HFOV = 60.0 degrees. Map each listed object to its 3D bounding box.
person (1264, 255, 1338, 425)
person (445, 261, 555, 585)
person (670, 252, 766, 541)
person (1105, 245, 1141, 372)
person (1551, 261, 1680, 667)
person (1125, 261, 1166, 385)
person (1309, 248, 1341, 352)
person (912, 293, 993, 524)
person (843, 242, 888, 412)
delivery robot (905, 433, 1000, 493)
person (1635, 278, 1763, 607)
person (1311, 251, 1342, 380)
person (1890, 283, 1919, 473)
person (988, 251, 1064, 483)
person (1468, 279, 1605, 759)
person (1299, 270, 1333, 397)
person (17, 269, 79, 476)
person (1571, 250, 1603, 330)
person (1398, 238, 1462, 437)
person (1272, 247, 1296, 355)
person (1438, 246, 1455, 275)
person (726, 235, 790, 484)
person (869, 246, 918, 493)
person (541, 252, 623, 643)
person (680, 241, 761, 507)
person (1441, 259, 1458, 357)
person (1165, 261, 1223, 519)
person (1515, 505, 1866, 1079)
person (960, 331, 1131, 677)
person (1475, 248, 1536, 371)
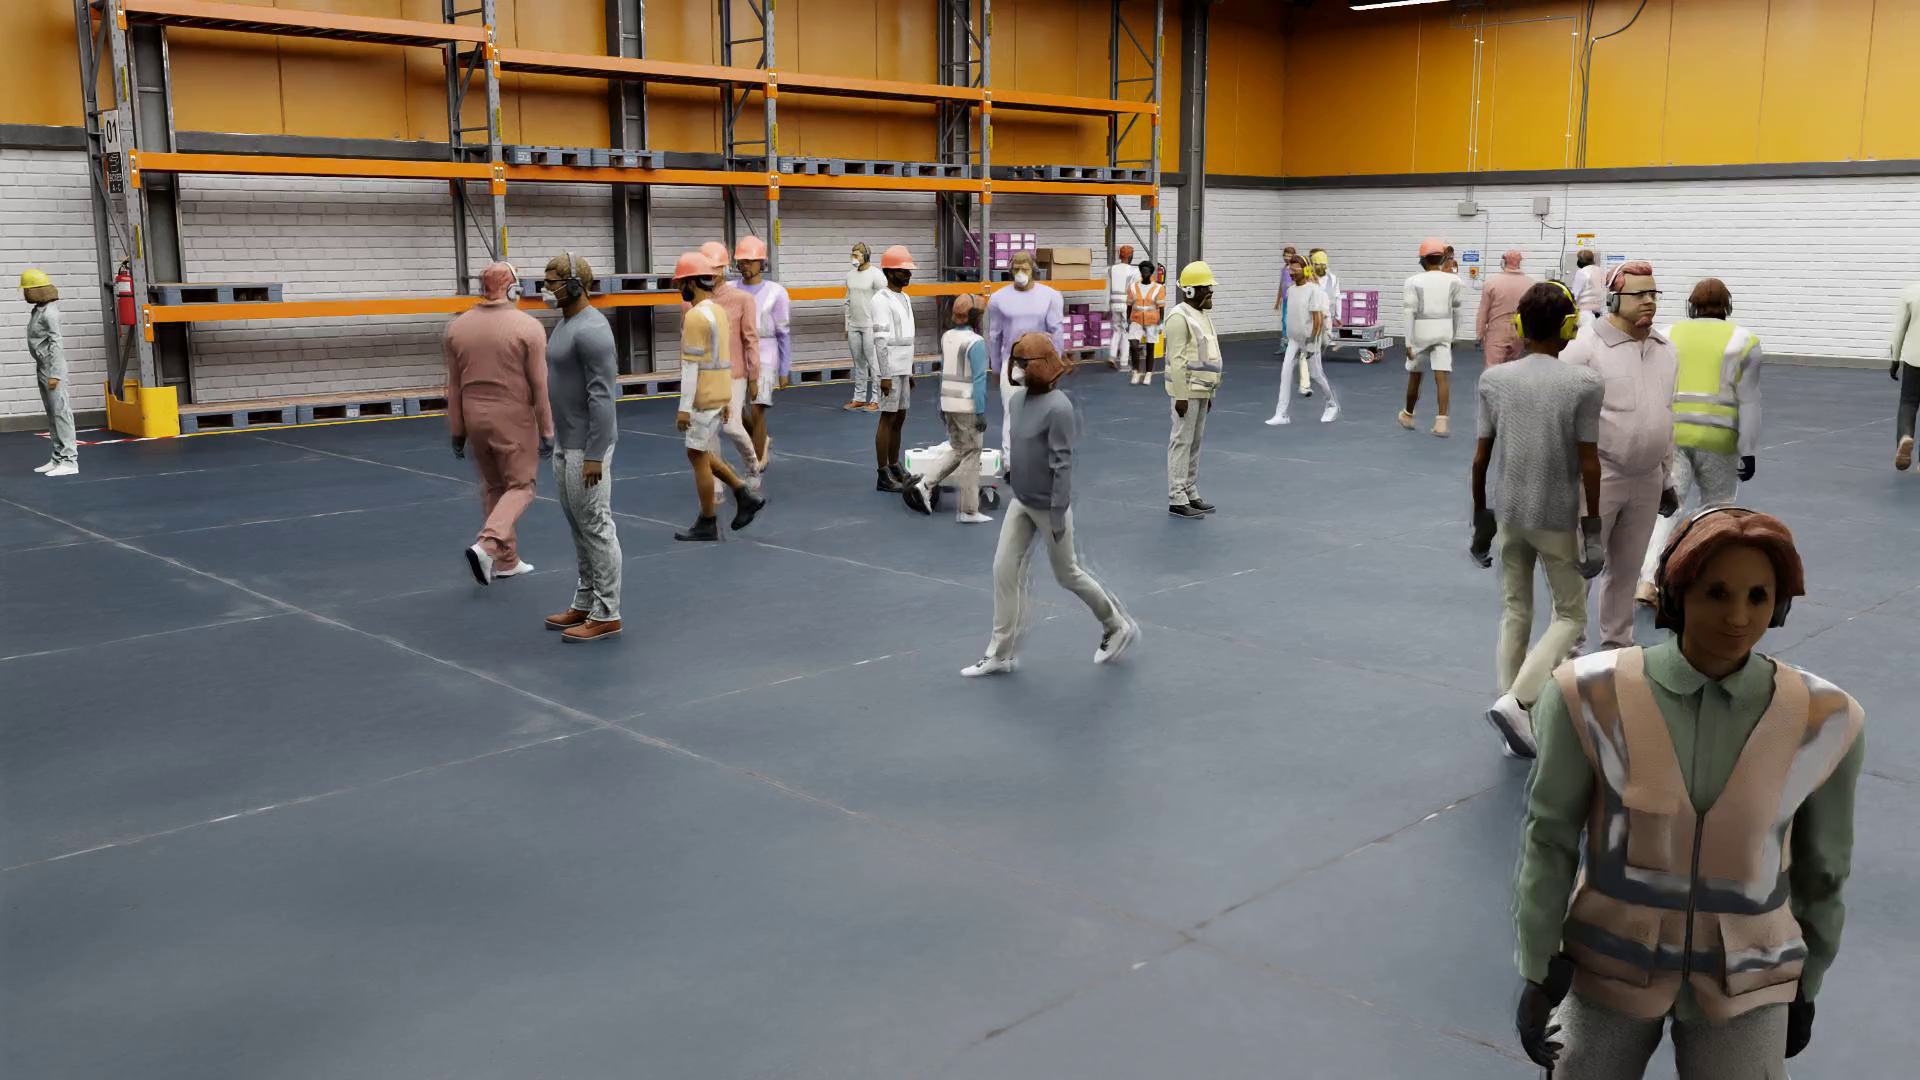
[{"bbox_3d":[3.728,-2.152,17.909,1.002,1.824,0.538,-8,13,-36],"label":"person"},{"bbox_3d":[-2.667,-0.653,9.562,0.683,1.880,0.749,3,11,18],"label":"person"},{"bbox_3d":[-1.651,-0.932,10.987,0.532,1.918,0.568,1,10,5],"label":"person"},{"bbox_3d":[2.442,-3.428,24.683,0.617,1.876,0.406,7,13,34],"label":"person"},{"bbox_3d":[2.913,-0.265,7.352,0.639,1.911,0.406,-4,11,-20],"label":"person"},{"bbox_3d":[2.475,-2.903,22.335,0.558,1.674,0.593,3,11,15],"label":"person"},{"bbox_3d":[6.172,-4.095,28.513,0.876,1.817,0.523,-4,11,-20],"label":"person"},{"bbox_3d":[-0.034,-0.902,11.602,0.500,1.627,0.520,-5,12,-27],"label":"person"},{"bbox_3d":[-1.095,-2.440,19.125,0.635,1.937,0.354,10,14,42],"label":"person"},{"bbox_3d":[-0.055,-0.559,12.392,0.707,0.478,0.477,0,10,-1],"label":"delivery robot"},{"bbox_3d":[4.044,-0.527,9.128,0.661,1.788,0.986,8,13,37],"label":"person"},{"bbox_3d":[5.065,-3.175,23.503,0.586,1.807,0.843,-2,11,-12],"label":"person"},{"bbox_3d":[8.156,-1.508,13.974,0.620,1.963,0.757,7,12,33],"label":"person"},{"bbox_3d":[0.534,-1.407,13.648,0.635,1.884,1.014,1,10,3],"label":"person"},{"bbox_3d":[2.190,-0.057,6.346,0.539,1.860,0.506,10,14,44],"label":"person"},{"bbox_3d":[4.402,-2.597,20.936,0.517,1.587,0.845,-1,10,-6],"label":"person"},{"bbox_3d":[-7.727,-1.411,14.069,0.311,1.737,0.483,-9,13,-39],"label":"person"},{"bbox_3d":[9.382,-3.493,25.252,0.657,1.792,0.941,-10,14,-43],"label":"person"},{"bbox_3d":[4.799,-2.069,16.994,0.615,1.990,1.063,0,10,1],"label":"person"},{"bbox_3d":[5.555,-4.011,27.997,0.430,1.827,0.658,-3,11,-15],"label":"person"},{"bbox_3d":[8.201,-4.055,28.187,0.638,1.843,0.457,-8,13,-38],"label":"person"},{"bbox_3d":[-1.656,-1.438,13.438,0.618,2.028,0.768,3,11,16],"label":"person"},{"bbox_3d":[-0.498,-1.351,13.191,0.358,1.938,0.545,4,11,19],"label":"person"},{"bbox_3d":[-1.901,-0.461,8.335,0.357,1.938,0.637,-5,12,-27],"label":"person"},{"bbox_3d":[-1.788,-1.245,12.497,0.626,1.977,0.564,3,11,18],"label":"person"},{"bbox_3d":[8.083,-3.811,27.446,0.521,1.618,0.424,-10,15,-44],"label":"person"},{"bbox_3d":[1.686,-1.079,11.989,0.403,1.835,0.588,5,12,25],"label":"person"},{"bbox_3d":[1.200,0.714,2.821,0.509,1.609,0.756,3,11,17],"label":"person"},{"bbox_3d":[0.426,-0.170,7.694,0.826,1.598,0.511,-6,12,-30],"label":"person"},{"bbox_3d":[5.984,-2.232,18.159,0.648,1.888,0.798,-1,10,-7],"label":"person"}]
